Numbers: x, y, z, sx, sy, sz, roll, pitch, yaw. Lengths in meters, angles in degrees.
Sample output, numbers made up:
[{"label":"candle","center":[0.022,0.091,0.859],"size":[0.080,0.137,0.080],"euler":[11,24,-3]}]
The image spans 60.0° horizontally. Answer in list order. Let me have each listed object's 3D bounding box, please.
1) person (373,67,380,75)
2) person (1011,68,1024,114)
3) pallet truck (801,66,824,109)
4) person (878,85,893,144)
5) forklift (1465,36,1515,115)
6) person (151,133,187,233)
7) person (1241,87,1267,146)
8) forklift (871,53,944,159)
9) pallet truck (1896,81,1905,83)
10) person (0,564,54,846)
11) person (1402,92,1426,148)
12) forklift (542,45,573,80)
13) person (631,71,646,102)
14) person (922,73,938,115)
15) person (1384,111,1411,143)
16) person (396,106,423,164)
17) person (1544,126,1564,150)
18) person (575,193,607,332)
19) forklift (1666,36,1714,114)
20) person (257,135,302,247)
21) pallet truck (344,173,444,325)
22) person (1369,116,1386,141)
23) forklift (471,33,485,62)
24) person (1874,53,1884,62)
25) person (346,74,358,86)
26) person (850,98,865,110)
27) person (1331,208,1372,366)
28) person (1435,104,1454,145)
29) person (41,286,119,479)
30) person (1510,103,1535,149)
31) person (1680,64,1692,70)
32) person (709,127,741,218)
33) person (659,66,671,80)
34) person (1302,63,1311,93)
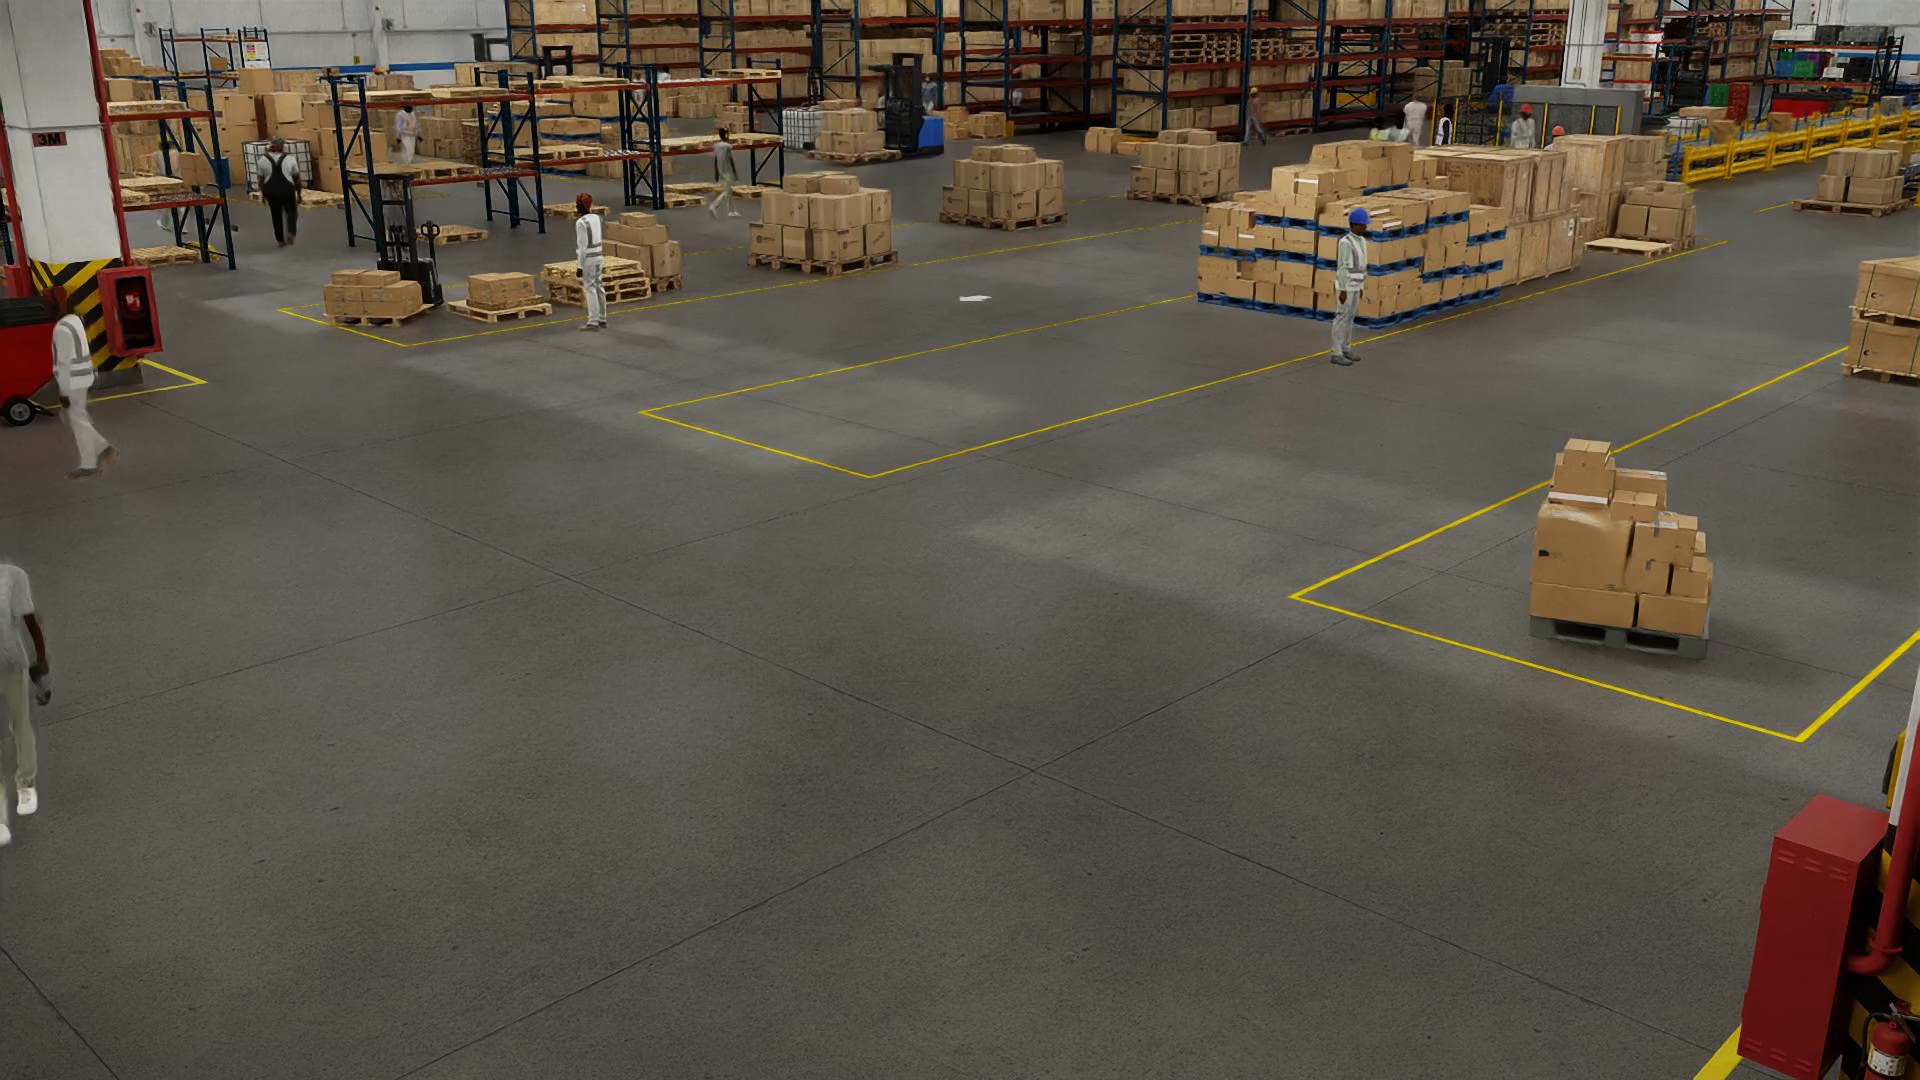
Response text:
[{"label":"person","center":[-20.129,-15.450,57.856],"size":[0.680,1.919,0.541],"euler":[15,23,37]},{"label":"person","center":[1.983,-15.288,57.341],"size":[0.568,1.918,0.453],"euler":[16,24,40]},{"label":"pallet truck","center":[-4.812,-15.182,56.903],"size":[0.823,1.965,1.885],"euler":[-9,21,-26]},{"label":"person","center":[-1.985,-11.895,47.147],"size":[0.666,1.896,0.933],"euler":[-3,19,-10]},{"label":"forklift","center":[19.973,-17.201,61.605],"size":[1.873,2.768,1.129],"euler":[16,24,40]},{"label":"person","center":[-15.259,-6.876,32.052],"size":[0.986,1.876,0.613],"euler":[17,25,41]},{"label":"person","center":[8.856,-12.712,49.885],"size":[0.803,1.731,0.534],"euler":[-12,22,-32]},{"label":"forklift","center":[-1.429,-12.073,46.156],"size":[1.129,2.768,1.873],"euler":[17,25,41]},{"label":"pallet truck","center":[34.802,-16.331,61.455],"size":[0.653,1.274,1.630],"euler":[17,25,41]},{"label":"person","center":[-5.288,0.769,9.106],"size":[0.557,1.825,0.932],"euler":[-8,20,-23]},{"label":"person","center":[12.243,-11.162,45.033],"size":[0.651,1.838,1.051],"euler":[1,18,2]},{"label":"forklift","center":[-12.559,-14.128,52.346],"size":[1.873,2.768,1.129],"euler":[17,25,41]},{"label":"person","center":[-11.783,-16.329,60.926],"size":[0.544,1.620,0.394],"euler":[1,18,2]},{"label":"person","center":[-0.999,-14.339,54.502],"size":[0.637,1.914,0.834],"euler":[8,20,23]},{"label":"person","center":[9.658,-8.469,36.737],"size":[0.632,1.954,0.419],"euler":[-4,19,-13]},{"label":"person","center":[-14.081,-10.314,42.535],"size":[0.560,1.812,0.631],"euler":[6,19,17]},{"label":"person","center":[11.792,-7.229,33.036],"size":[0.545,1.939,0.354],"euler":[-2,18,-6]},{"label":"person","center":[-5.081,-3.801,22.792],"size":[0.355,1.883,0.574],"euler":[5,19,15]},{"label":"forklift","center":[27.341,-17.291,61.877],"size":[1.129,2.768,1.873],"euler":[17,25,41]},{"label":"person","center":[-12.323,-6.342,30.202],"size":[0.714,2.000,0.571],"euler":[-5,19,-13]},{"label":"pallet truck","center":[-8.209,-4.181,23.757],"size":[0.823,1.965,1.885],"euler":[3,19,9]},{"label":"person","center":[9.740,-9.037,38.874],"size":[0.559,1.676,0.484],"euler":[15,24,39]},{"label":"forklift","center":[-18.948,-18.572,65.737],"size":[1.873,2.768,1.129],"euler":[-7,19,-19]},{"label":"person","center":[38.904,-19.667,70.564],"size":[0.399,1.905,0.642],"euler":[-8,20,-22]},{"label":"person","center":[-21.116,-15.375,57.964],"size":[0.448,1.685,0.547],"euler":[10,21,27]},{"label":"person","center":[-2.848,-11.431,46.193],"size":[0.525,1.618,0.640],"euler":[5,19,14]},{"label":"person","center":[4.893,-3.170,20.790],"size":[0.406,1.947,0.607],"euler":[12,22,33]},{"label":"person","center":[11.532,-9.403,39.615],"size":[0.386,1.918,0.595],"euler":[2,18,6]},{"label":"person","center":[-8.466,-1.491,15.846],"size":[0.416,1.871,0.611],"euler":[-5,19,-15]},{"label":"person","center":[13.146,-9.248,39.055],"size":[0.607,1.990,1.086],"euler":[-13,22,-33]},{"label":"person","center":[31.321,-20.053,72.006],"size":[0.894,1.724,0.526],"euler":[-17,25,-42]},{"label":"person","center":[-4.848,-7.524,34.077],"size":[0.808,1.845,0.522],"euler":[-16,24,-40]},{"label":"person","center":[-11.468,-17.603,64.748],"size":[0.589,1.629,0.875],"euler":[15,23,37]},{"label":"person","center":[14.197,-18.701,68.074],"size":[0.285,1.633,0.497],"euler":[16,24,40]}]
